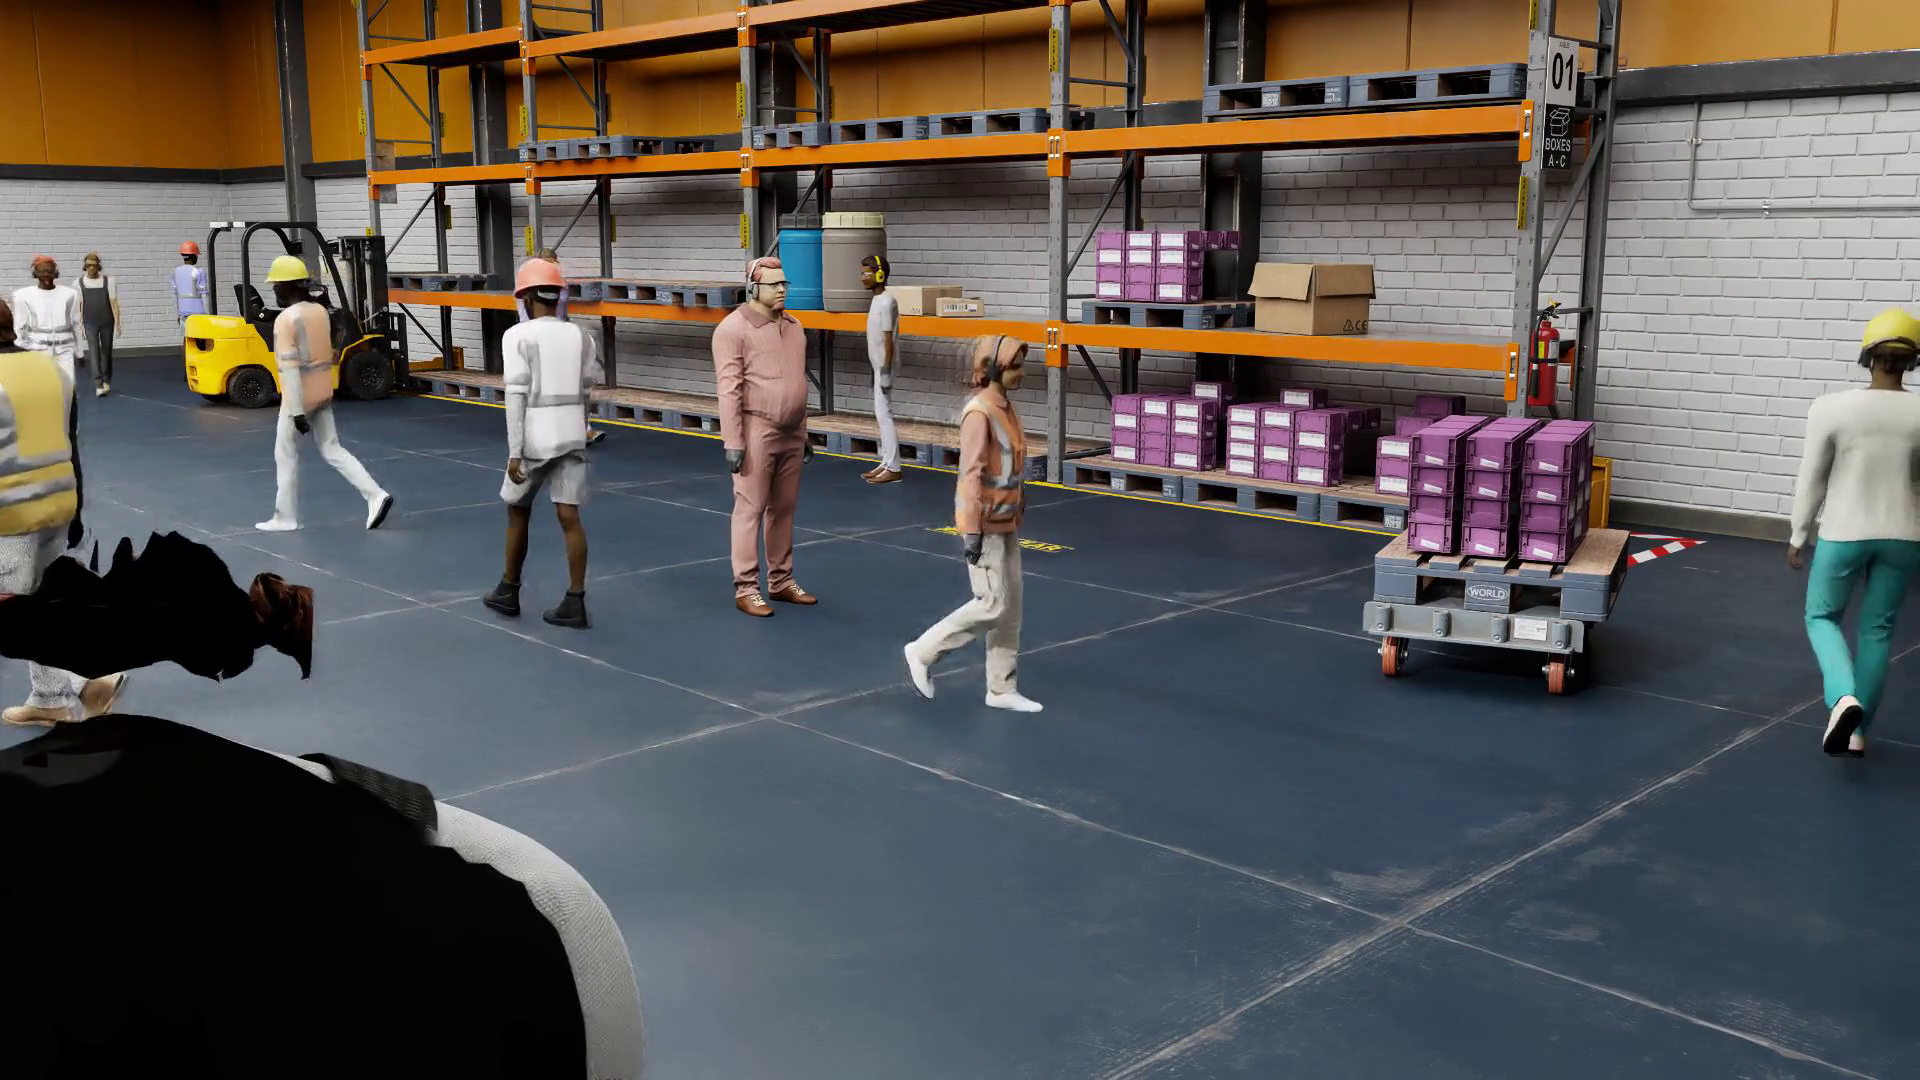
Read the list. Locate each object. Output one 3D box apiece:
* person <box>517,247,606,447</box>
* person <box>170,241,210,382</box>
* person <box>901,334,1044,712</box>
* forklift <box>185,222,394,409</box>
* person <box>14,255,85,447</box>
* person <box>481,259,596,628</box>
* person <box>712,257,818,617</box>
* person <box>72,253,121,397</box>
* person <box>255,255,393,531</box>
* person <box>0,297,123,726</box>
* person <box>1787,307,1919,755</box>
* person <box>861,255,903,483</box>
[{"bbox_3d":[-3.823,-1.795,15.712,0.990,1.894,0.658,7,12,33],"label":"person"},{"bbox_3d":[-10.570,-3.141,22.952,0.550,1.937,0.357,2,11,11],"label":"person"},{"bbox_3d":[0.070,-0.059,7.013,0.514,1.622,0.542,3,11,17],"label":"person"},{"bbox_3d":[-8.169,-2.758,20.163,2.313,2.155,1.214,-10,14,-44],"label":"forklift"},{"bbox_3d":[-8.807,-1.831,16.094,0.595,1.842,0.990,-7,13,-35],"label":"person"},{"bbox_3d":[-2.219,-0.513,8.744,0.906,1.890,0.568,10,14,44],"label":"person"},{"bbox_3d":[-1.017,-0.556,8.943,0.409,1.907,0.651,7,13,34],"label":"person"},{"bbox_3d":[-10.994,-2.747,21.211,0.500,1.805,0.966,-6,12,-28],"label":"person"},{"bbox_3d":[-4.383,-0.980,11.299,0.902,1.899,0.584,2,11,12],"label":"person"},{"bbox_3d":[-3.681,-0.084,6.615,0.645,1.816,0.646,2,11,12],"label":"person"},{"bbox_3d":[3.469,0.000,6.316,0.545,1.749,0.538,3,11,15],"label":"person"},{"bbox_3d":[-0.648,-1.397,13.671,0.321,1.860,0.512,-2,11,-11],"label":"person"}]
